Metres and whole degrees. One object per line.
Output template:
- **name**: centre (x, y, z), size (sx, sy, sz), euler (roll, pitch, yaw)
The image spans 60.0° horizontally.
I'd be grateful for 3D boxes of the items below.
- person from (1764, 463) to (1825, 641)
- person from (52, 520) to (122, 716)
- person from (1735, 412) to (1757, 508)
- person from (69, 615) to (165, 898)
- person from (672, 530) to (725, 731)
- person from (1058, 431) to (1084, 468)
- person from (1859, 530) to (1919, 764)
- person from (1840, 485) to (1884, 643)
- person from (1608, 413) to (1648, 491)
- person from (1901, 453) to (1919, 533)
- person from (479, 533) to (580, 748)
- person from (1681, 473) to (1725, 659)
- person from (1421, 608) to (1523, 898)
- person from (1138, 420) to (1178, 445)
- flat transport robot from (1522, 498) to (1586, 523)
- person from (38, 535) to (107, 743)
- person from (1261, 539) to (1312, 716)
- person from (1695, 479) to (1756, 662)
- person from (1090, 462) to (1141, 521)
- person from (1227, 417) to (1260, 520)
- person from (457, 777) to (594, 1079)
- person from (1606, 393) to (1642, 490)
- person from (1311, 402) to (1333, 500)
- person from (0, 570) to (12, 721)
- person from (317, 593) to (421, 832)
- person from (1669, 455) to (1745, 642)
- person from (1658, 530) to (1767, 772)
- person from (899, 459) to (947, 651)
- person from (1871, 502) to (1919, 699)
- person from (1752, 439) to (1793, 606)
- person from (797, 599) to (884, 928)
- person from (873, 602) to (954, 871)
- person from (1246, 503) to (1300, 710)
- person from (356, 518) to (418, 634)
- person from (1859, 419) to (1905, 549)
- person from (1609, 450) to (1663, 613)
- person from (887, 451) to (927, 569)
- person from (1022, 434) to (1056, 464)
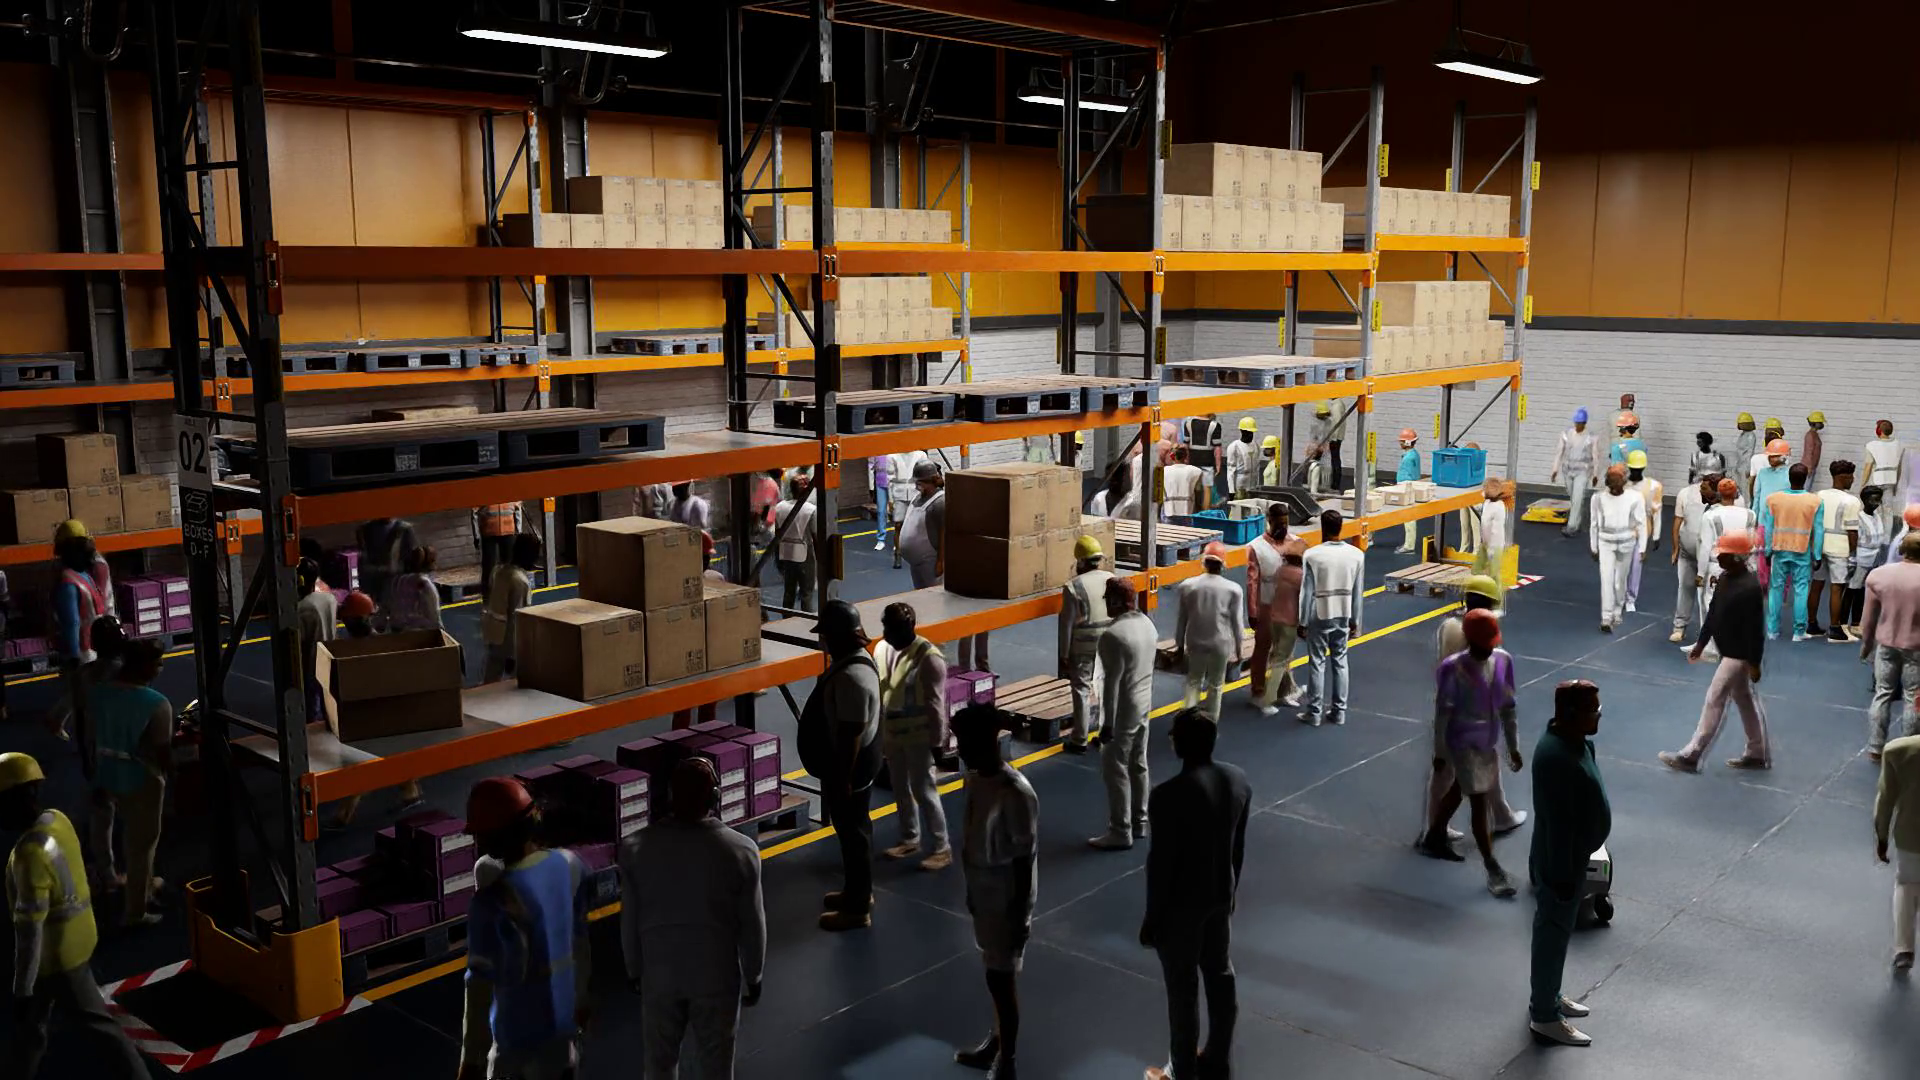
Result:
- **person**: centre (8.947, 0.129, 17.875), size (0.593, 1.922, 0.392), euler (8, 12, 39)
- **person**: centre (-7.827, 0.700, 14.847), size (0.597, 1.791, 0.702), euler (5, 11, 26)
- **person**: centre (12.188, -1.120, 25.892), size (0.322, 1.737, 0.485), euler (1, 10, 7)
- **person**: centre (-5.377, 1.389, 10.606), size (0.502, 1.839, 0.348), euler (1, 10, 9)
- **person**: centre (-2.056, 0.896, 13.074), size (0.388, 1.992, 0.622), euler (8, 13, 40)
- **person**: centre (1.552, -0.671, 23.245), size (0.482, 1.729, 0.375), euler (-9, 13, -44)
- **person**: centre (7.598, 0.882, 13.388), size (0.662, 1.933, 0.397), euler (9, 13, 44)
- **person**: centre (9.676, 0.247, 17.828), size (0.535, 1.699, 0.321), euler (-5, 11, -30)
- **person**: centre (8.949, -0.696, 22.436), size (0.607, 2.044, 0.375), euler (-5, 11, -29)
- **person**: centre (12.594, -0.504, 21.728), size (0.990, 1.907, 0.612), euler (-6, 11, -34)
- **person**: centre (-3.695, 0.852, 13.797), size (0.944, 1.836, 0.753), euler (-6, 11, -33)
- **person**: centre (7.710, 0.266, 17.062), size (0.379, 1.918, 0.597), euler (1, 10, 8)
- **person**: centre (3.335, 1.328, 10.916), size (0.549, 1.862, 1.001), euler (-5, 11, -26)
- **person**: centre (3.068, -1.150, 25.570), size (0.638, 1.902, 0.407), euler (5, 11, 26)
- **flat transport robot**: centre (9.436, -0.475, 26.395), size (0.652, 0.197, 1.431), euler (6, 11, 32)
- **person**: centre (-7.328, 0.867, 13.754), size (0.525, 1.822, 0.649), euler (-4, 10, -21)
- **person**: centre (2.993, 0.768, 15.046), size (0.855, 1.581, 0.545), euler (-8, 13, -41)
- **person**: centre (7.763, 0.311, 16.904), size (0.574, 1.882, 0.360), euler (-1, 10, -7)
- **person**: centre (1.614, 0.117, 17.947), size (0.610, 1.913, 1.001), euler (8, 13, 41)
- **person**: centre (3.973, -0.763, 23.223), size (0.581, 1.919, 0.401), euler (-7, 12, -37)
- **person**: centre (-1.702, 1.946, 6.765), size (0.626, 2.011, 0.659), euler (4, 10, 24)
- **person**: centre (10.955, -1.459, 27.397), size (0.409, 1.909, 0.641), euler (-5, 11, -29)
- **person**: centre (6.133, -1.510, 28.301), size (0.499, 1.699, 0.698), euler (-4, 11, -25)
- **person**: centre (-8.604, 0.800, 14.597), size (0.543, 1.677, 0.399), euler (-9, 13, -44)
- **person**: centre (-4.304, 1.218, 12.020), size (0.596, 1.697, 0.906), euler (8, 12, 40)
- **person**: centre (7.893, 0.110, 17.626), size (0.687, 2.000, 0.535), euler (6, 11, 32)
- **person**: centre (6.044, 0.889, 13.241), size (0.972, 1.951, 0.619), euler (1, 10, 8)
- **person**: centre (-0.370, 0.150, 17.387), size (0.536, 2.000, 0.676), euler (-5, 11, -27)
- **person**: centre (8.720, 0.566, 15.362), size (0.430, 1.893, 0.586), euler (5, 11, 27)
- **person**: centre (9.633, -0.208, 19.672), size (0.393, 1.990, 0.616), euler (-4, 10, -24)
- **person**: centre (-0.734, 1.348, 10.236), size (0.536, 2.000, 0.684), euler (-1, 10, -4)
- **person**: centre (-0.344, 1.306, 11.184), size (0.639, 1.819, 0.445), euler (9, 13, 44)
- **person**: centre (2.845, 0.598, 15.131), size (0.596, 1.907, 0.405), euler (-5, 11, -27)
- **person**: centre (-5.322, 0.464, 15.567), size (0.609, 2.025, 0.642), euler (2, 10, 13)
- **person**: centre (13.022, -0.780, 23.512), size (0.566, 1.850, 0.389), euler (-1, 10, -6)
- **person**: centre (7.771, -0.085, 19.183), size (0.589, 1.908, 0.599), euler (4, 10, 20)
- **person**: centre (-0.699, -0.568, 22.027), size (0.538, 1.929, 0.384), euler (0, 10, -3)
- **person**: centre (1.299, -1.556, 28.197), size (0.623, 1.843, 0.466), euler (-4, 10, -25)
